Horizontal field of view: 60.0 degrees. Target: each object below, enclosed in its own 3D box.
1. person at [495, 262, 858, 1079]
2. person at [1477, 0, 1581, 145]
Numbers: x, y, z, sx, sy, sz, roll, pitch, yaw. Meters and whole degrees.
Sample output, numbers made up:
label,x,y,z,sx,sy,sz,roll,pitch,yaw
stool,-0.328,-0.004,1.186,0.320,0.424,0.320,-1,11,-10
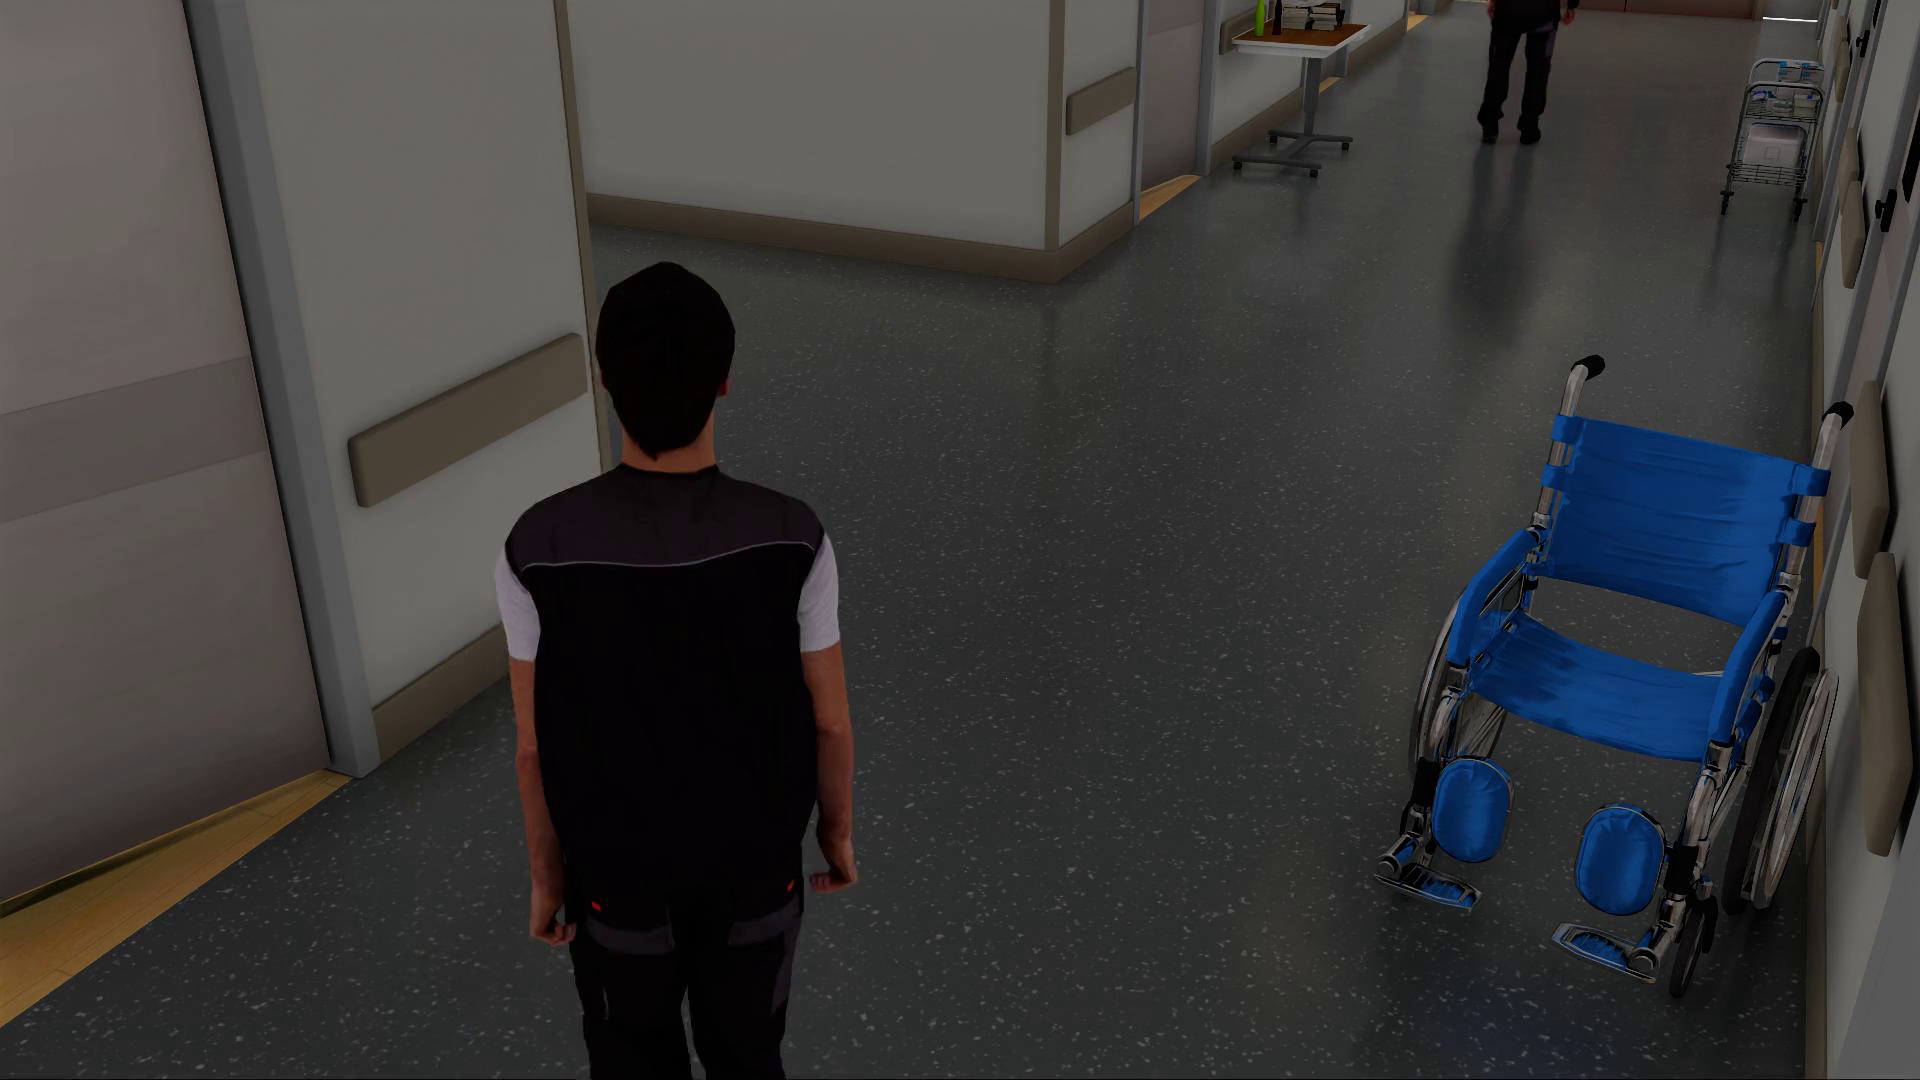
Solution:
label,x,y,z,sx,sy,sz,roll,pitch,yaw
person,-0.412,0.521,2.507,0.828,1.835,0.877,-4,26,-8
person,3.737,-3.560,10.942,0.765,1.859,0.603,11,28,22
